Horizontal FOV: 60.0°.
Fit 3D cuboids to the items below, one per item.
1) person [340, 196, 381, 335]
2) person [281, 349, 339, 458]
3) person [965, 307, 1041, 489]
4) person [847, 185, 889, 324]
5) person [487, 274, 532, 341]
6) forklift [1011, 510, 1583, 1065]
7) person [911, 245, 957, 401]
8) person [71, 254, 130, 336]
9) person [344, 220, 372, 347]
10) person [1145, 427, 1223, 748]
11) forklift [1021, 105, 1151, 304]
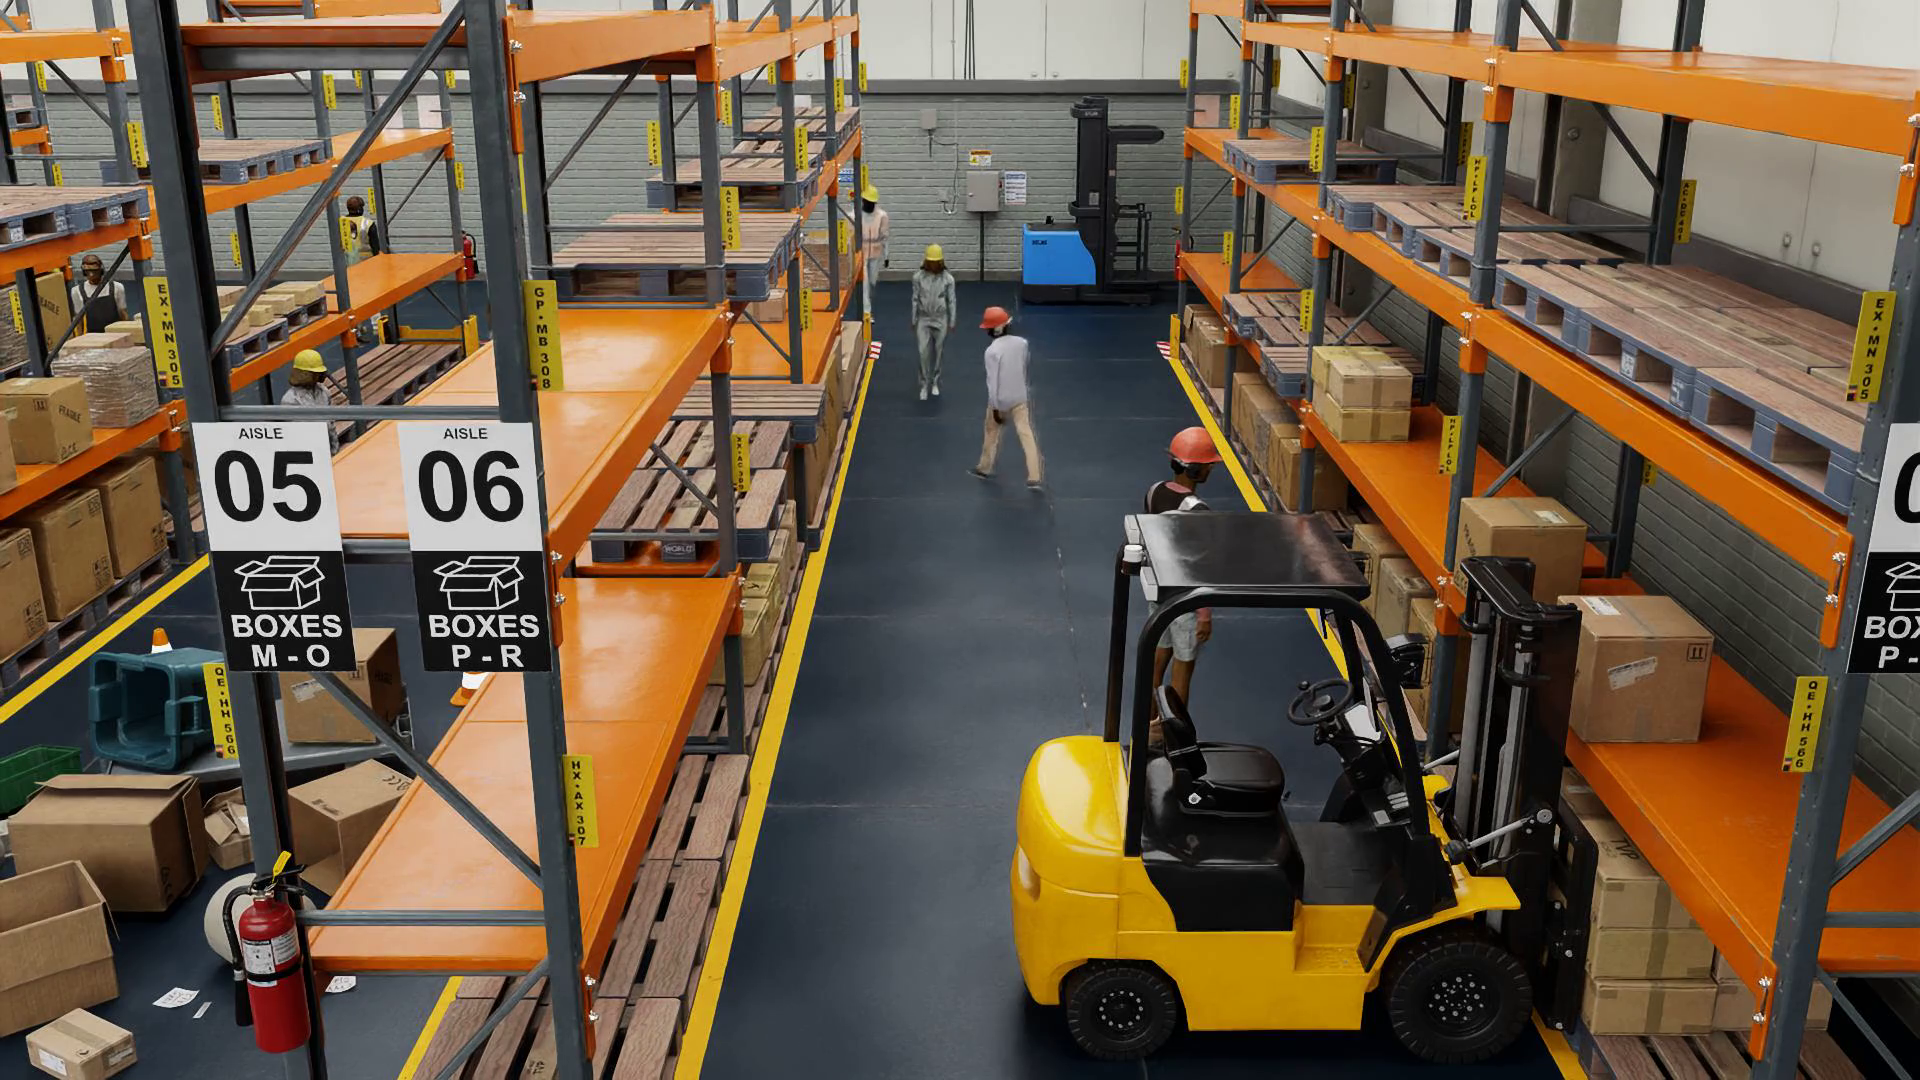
[{"bbox_3d":[-7.964,-3.649,22.152,0.637,1.842,0.429,3,19,9],"label":"person"},{"bbox_3d":[-5.152,-0.672,13.331,0.322,1.734,0.489,8,20,22],"label":"person"},{"bbox_3d":[0.441,-1.320,15.337,0.634,1.695,0.904,-14,23,-37],"label":"person"},{"bbox_3d":[-1.313,-4.012,23.192,0.629,1.890,0.818,-6,19,-17],"label":"person"},{"bbox_3d":[-4.883,-2.332,18.190,0.520,1.839,0.886,-3,19,-9],"label":"person"},{"bbox_3d":[1.387,1.055,7.378,2.313,2.155,1.214,0,18,0],"label":"forklift"},{"bbox_3d":[-0.295,-2.426,18.632,0.515,1.713,0.748,-1,18,-2],"label":"person"},{"bbox_3d":[-8.951,-2.083,17.440,0.515,1.836,0.345,-8,20,-22],"label":"person"},{"bbox_3d":[-7.860,-3.324,21.496,0.279,1.633,0.499,0,18,1],"label":"person"},{"bbox_3d":[1.319,0.325,9.822,0.393,2.041,0.613,-8,20,-23],"label":"person"},{"bbox_3d":[1.857,-4.944,24.441,1.873,2.768,1.129,0,18,0],"label":"forklift"}]
